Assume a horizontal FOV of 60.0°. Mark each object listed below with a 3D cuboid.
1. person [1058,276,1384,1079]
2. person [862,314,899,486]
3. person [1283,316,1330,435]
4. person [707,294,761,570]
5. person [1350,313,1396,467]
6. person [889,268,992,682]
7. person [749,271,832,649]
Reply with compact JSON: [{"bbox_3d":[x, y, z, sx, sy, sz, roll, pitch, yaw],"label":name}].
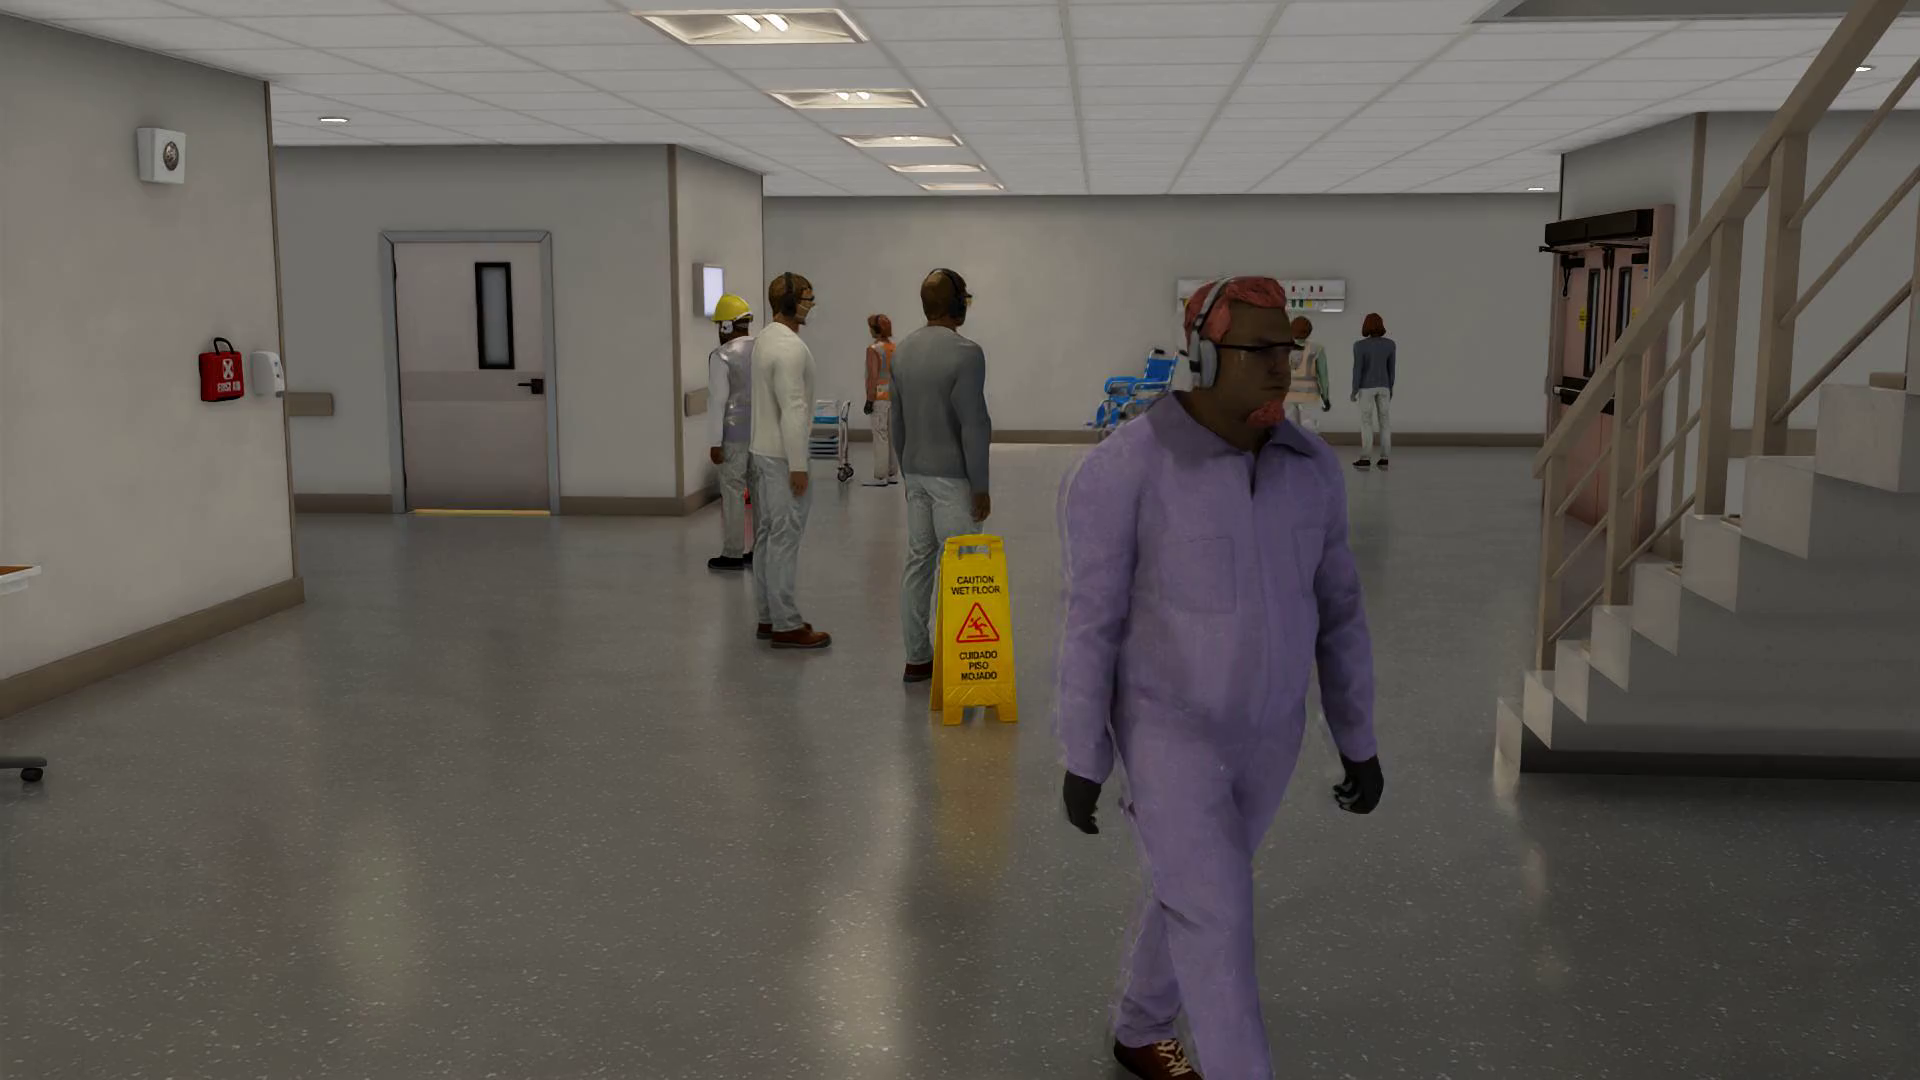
[{"bbox_3d":[0.557,0.400,3.409,0.664,1.852,1.013,-5,10,-30],"label":"person"},{"bbox_3d":[-0.744,-1.327,15.845,0.307,1.640,0.513,4,9,24],"label":"person"},{"bbox_3d":[3.244,-1.327,15.884,0.524,1.616,0.652,6,10,33],"label":"person"},{"bbox_3d":[-1.463,-0.707,11.019,0.403,1.824,0.590,6,10,35],"label":"person"},{"bbox_3d":[4.365,-1.582,17.595,0.501,1.633,0.289,-2,9,-16],"label":"person"},{"bbox_3d":[-0.072,-0.274,7.669,0.368,1.940,0.632,-7,11,-39],"label":"person"},{"bbox_3d":[-0.902,-0.412,8.615,0.372,1.939,0.629,-3,9,-18],"label":"person"}]
